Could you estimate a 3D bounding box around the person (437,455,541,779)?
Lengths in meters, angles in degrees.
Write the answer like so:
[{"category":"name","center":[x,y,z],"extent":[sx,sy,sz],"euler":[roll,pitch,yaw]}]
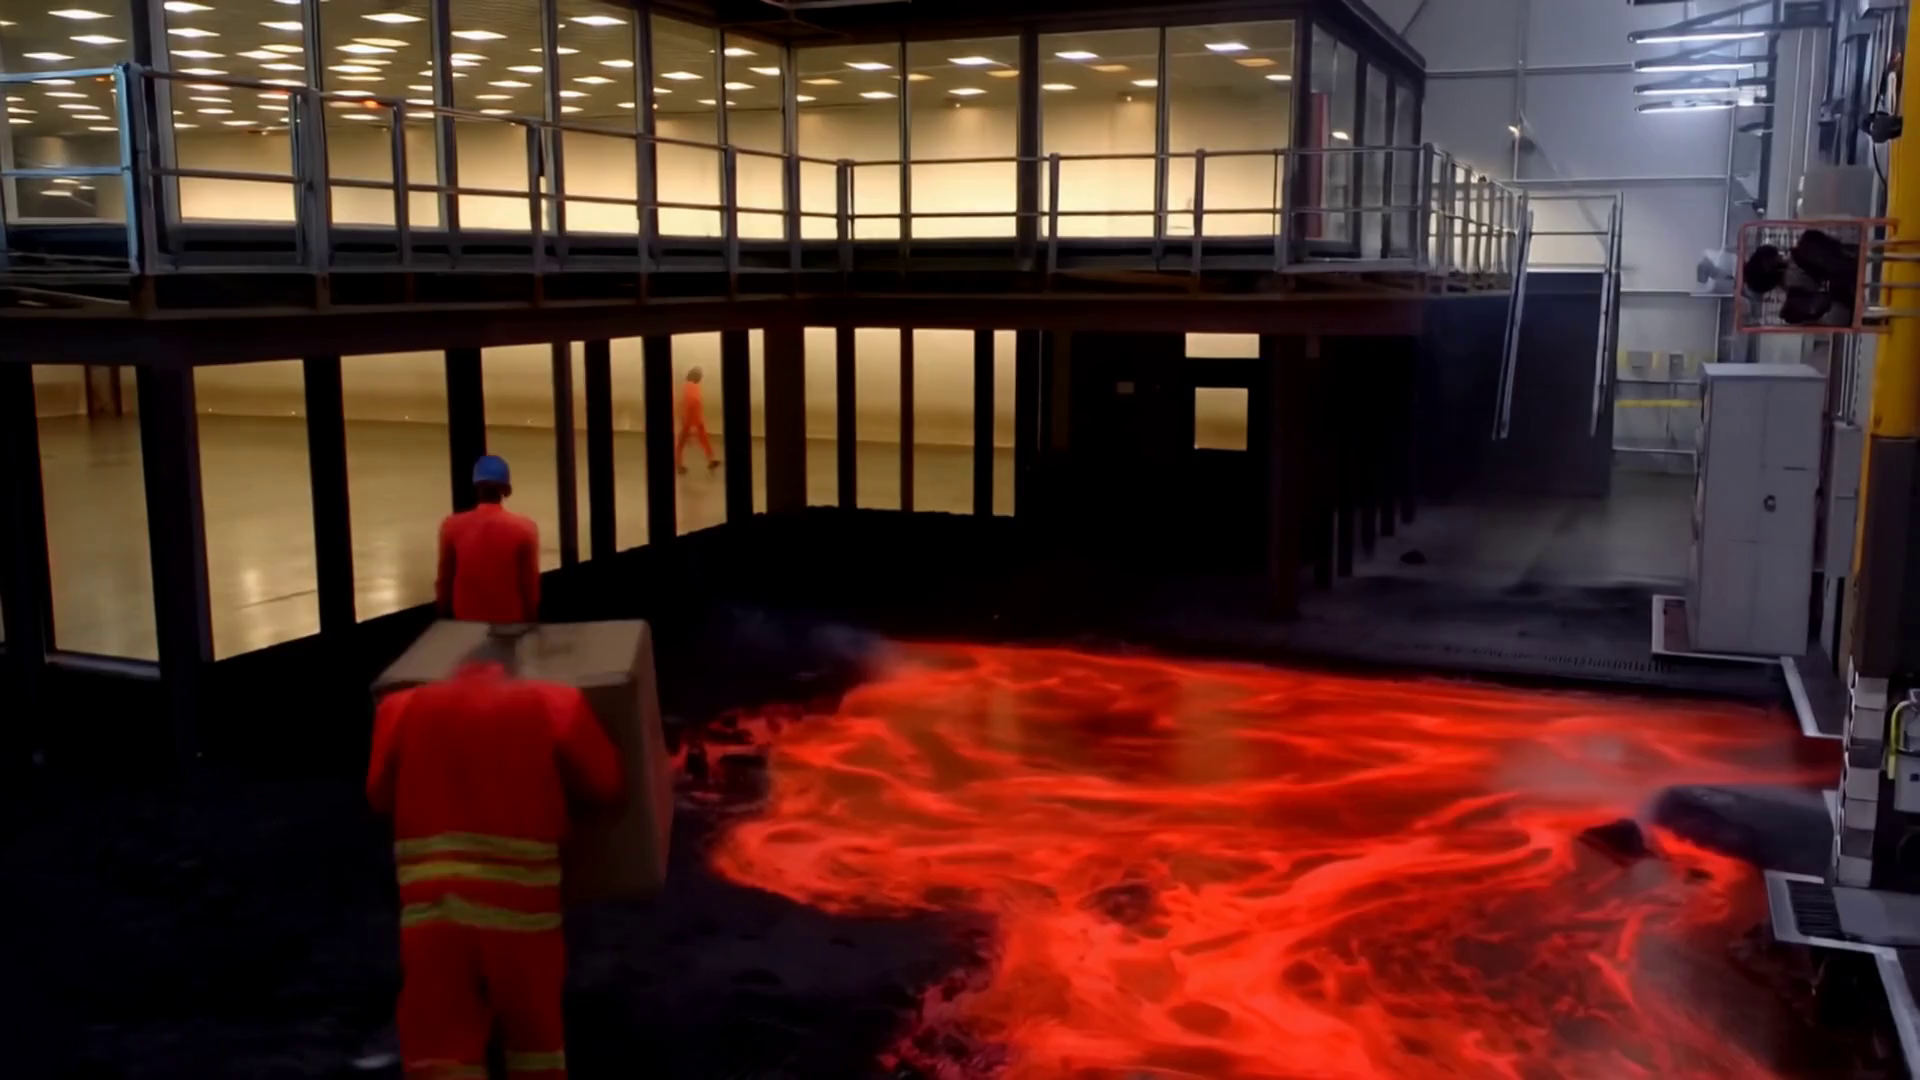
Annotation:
[{"category":"person","center":[-2.883,0.452,10.185],"extent":[0.623,1.945,1.021],"euler":[-2,9,-12]}]
